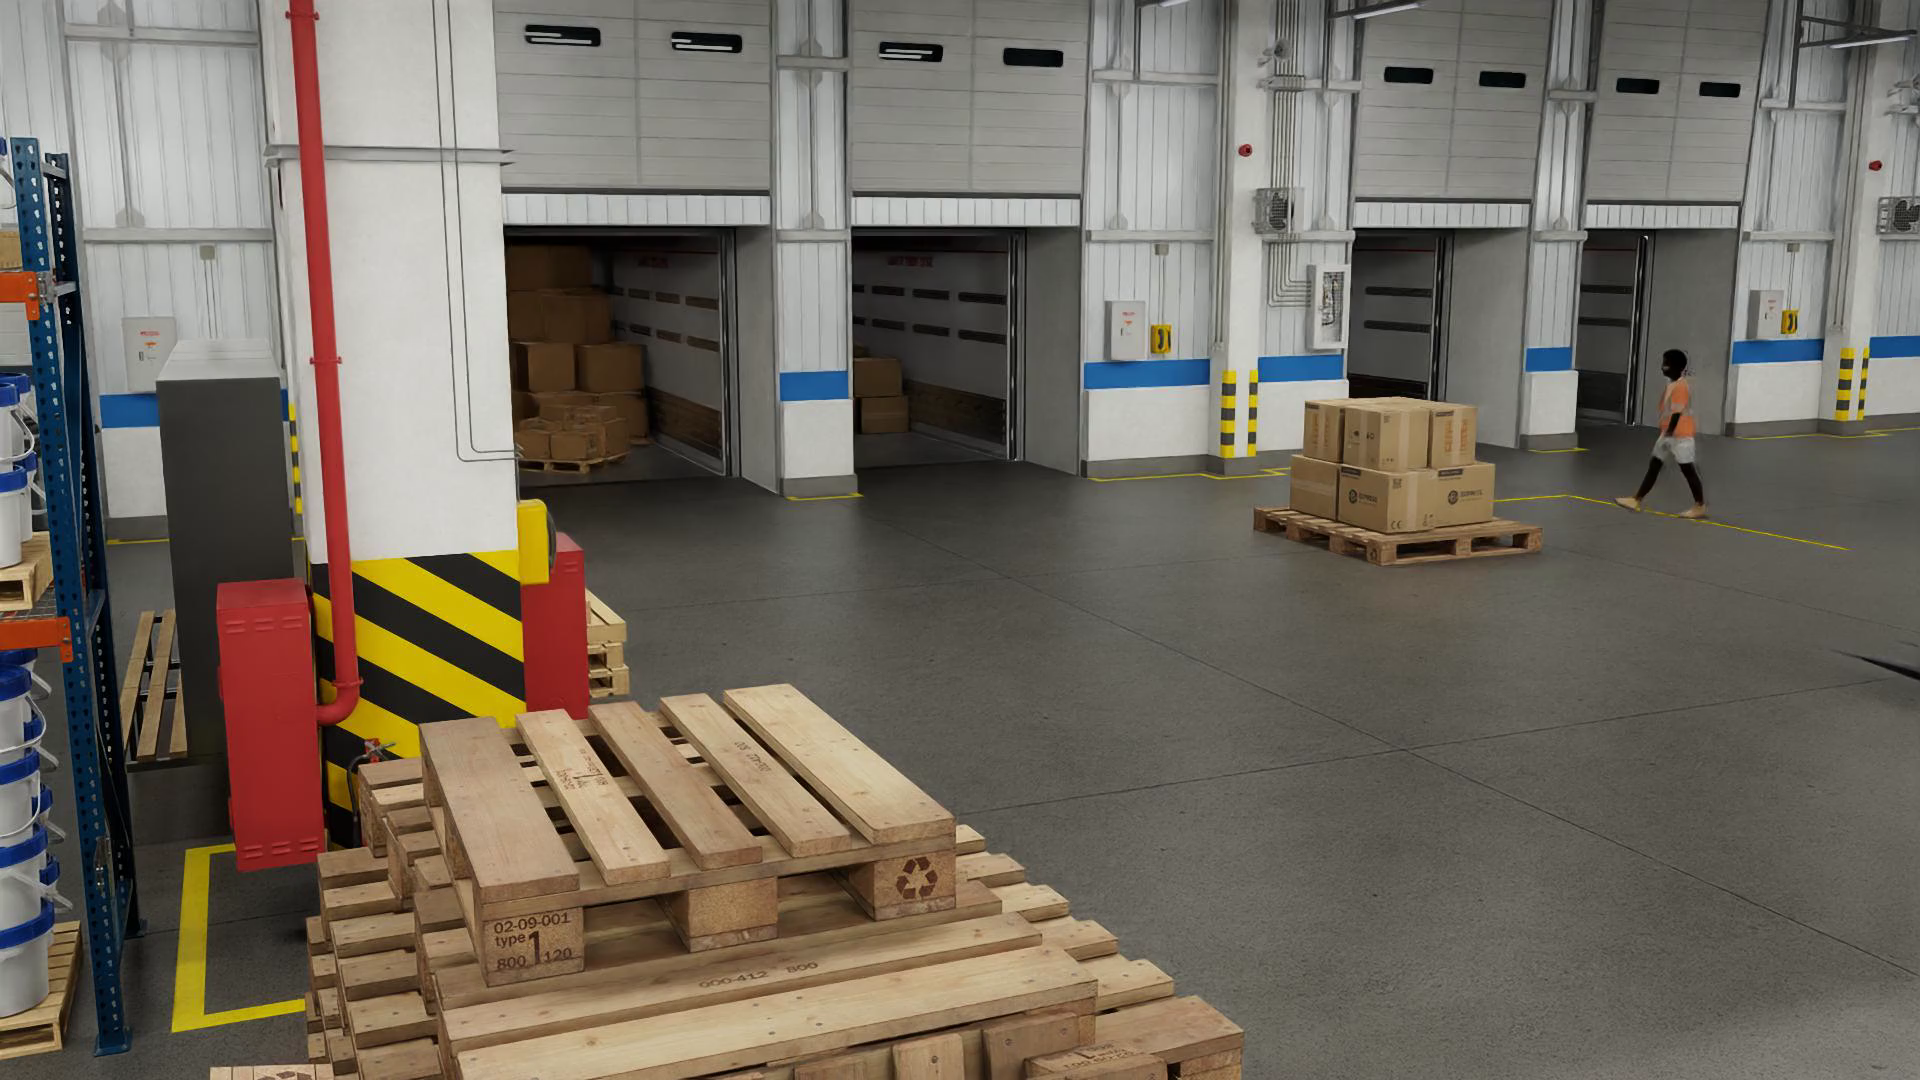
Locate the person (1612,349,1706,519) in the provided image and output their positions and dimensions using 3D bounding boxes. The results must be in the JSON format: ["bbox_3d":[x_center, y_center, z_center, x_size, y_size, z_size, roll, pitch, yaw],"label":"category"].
[{"bbox_3d":[6.913,-1.030,16.247,0.879,1.643,0.540,2,10,11],"label":"person"}]
